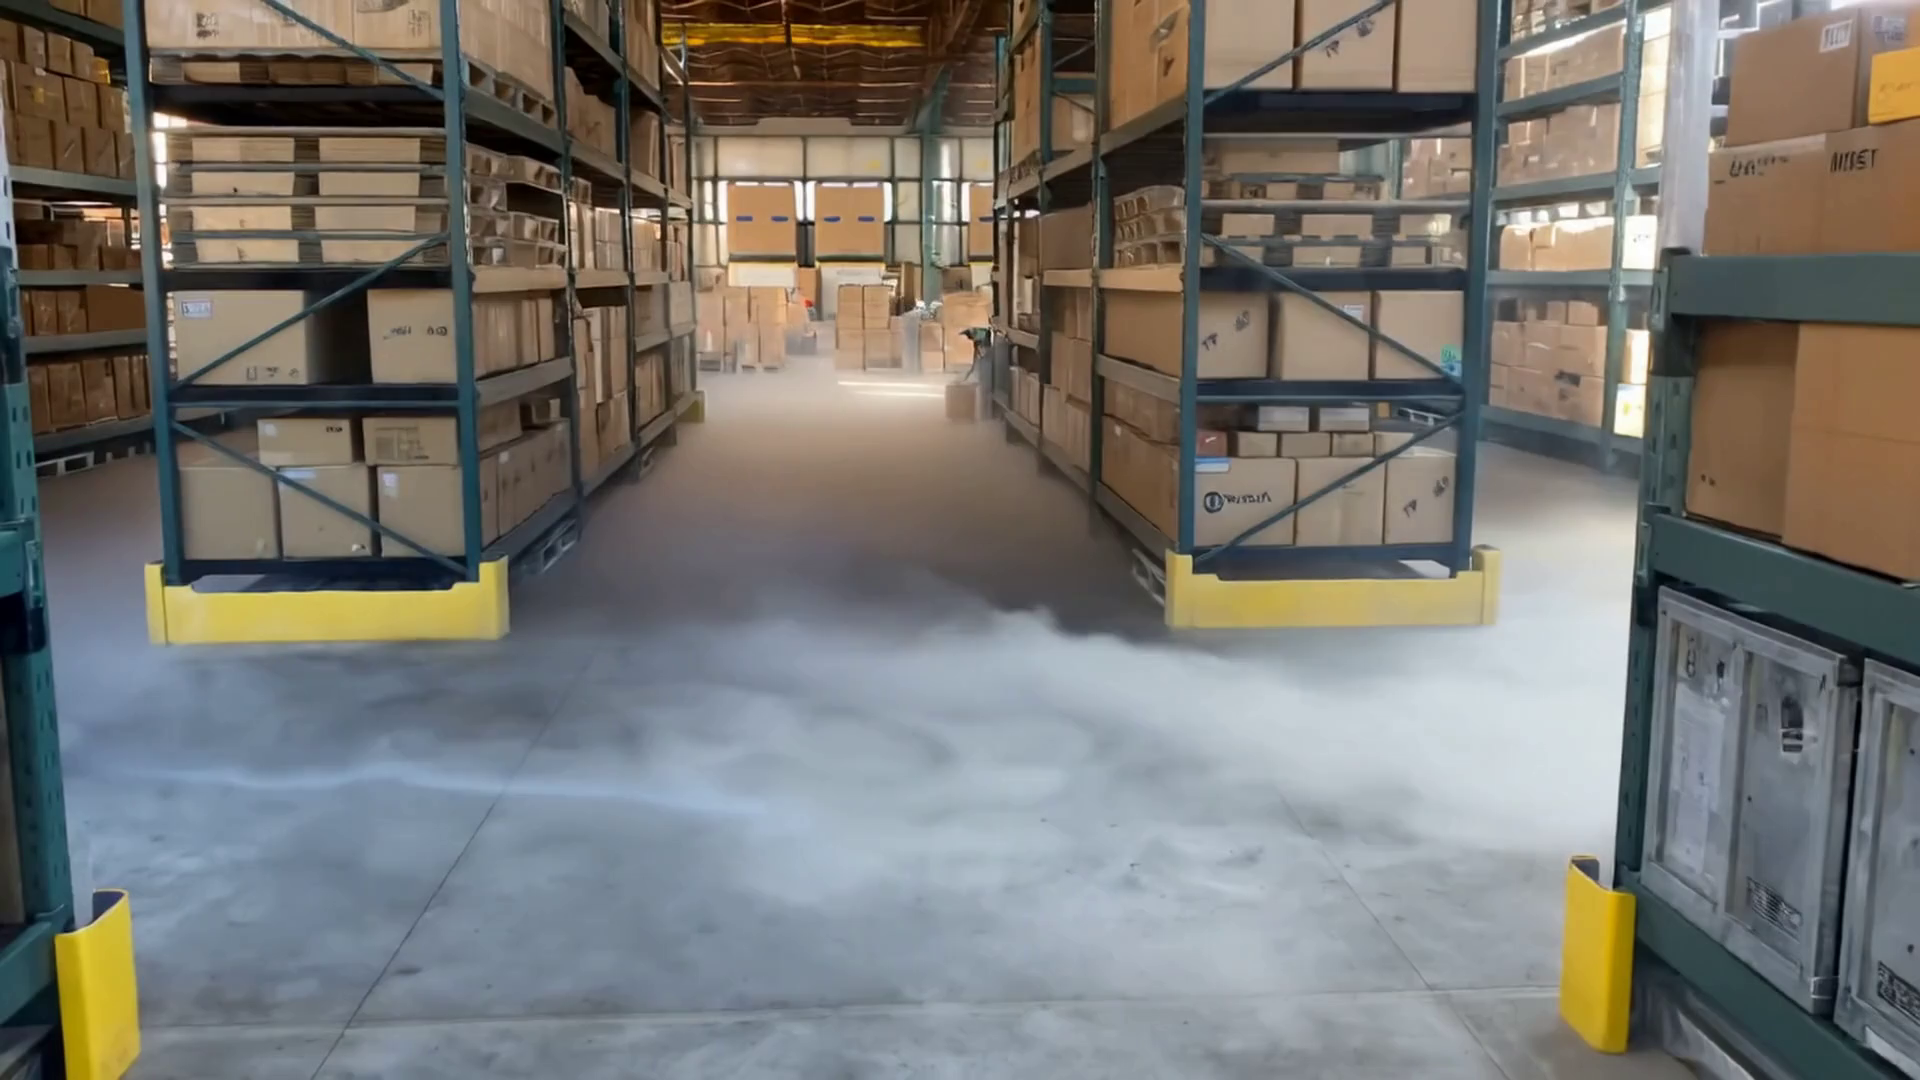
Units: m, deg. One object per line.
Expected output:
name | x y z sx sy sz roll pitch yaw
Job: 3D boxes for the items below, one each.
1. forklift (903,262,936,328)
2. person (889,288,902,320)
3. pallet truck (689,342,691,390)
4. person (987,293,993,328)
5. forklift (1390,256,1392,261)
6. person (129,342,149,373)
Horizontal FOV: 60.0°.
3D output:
forklift | -1.796 -8.346 58.236 1.873 2.768 1.129 0 9 3
person | -2.315 -7.829 57.976 0.636 1.931 0.377 3 10 21
pallet truck | -5.225 -3.008 27.480 1.885 1.965 0.823 2 9 14
person | 0.924 -5.552 43.700 0.622 1.931 0.389 0 9 -3
forklift | 10.426 -5.458 40.099 1.129 2.768 1.873 -1 9 -4
person | -13.661 -3.088 27.998 0.611 1.994 0.385 -1 9 -8
